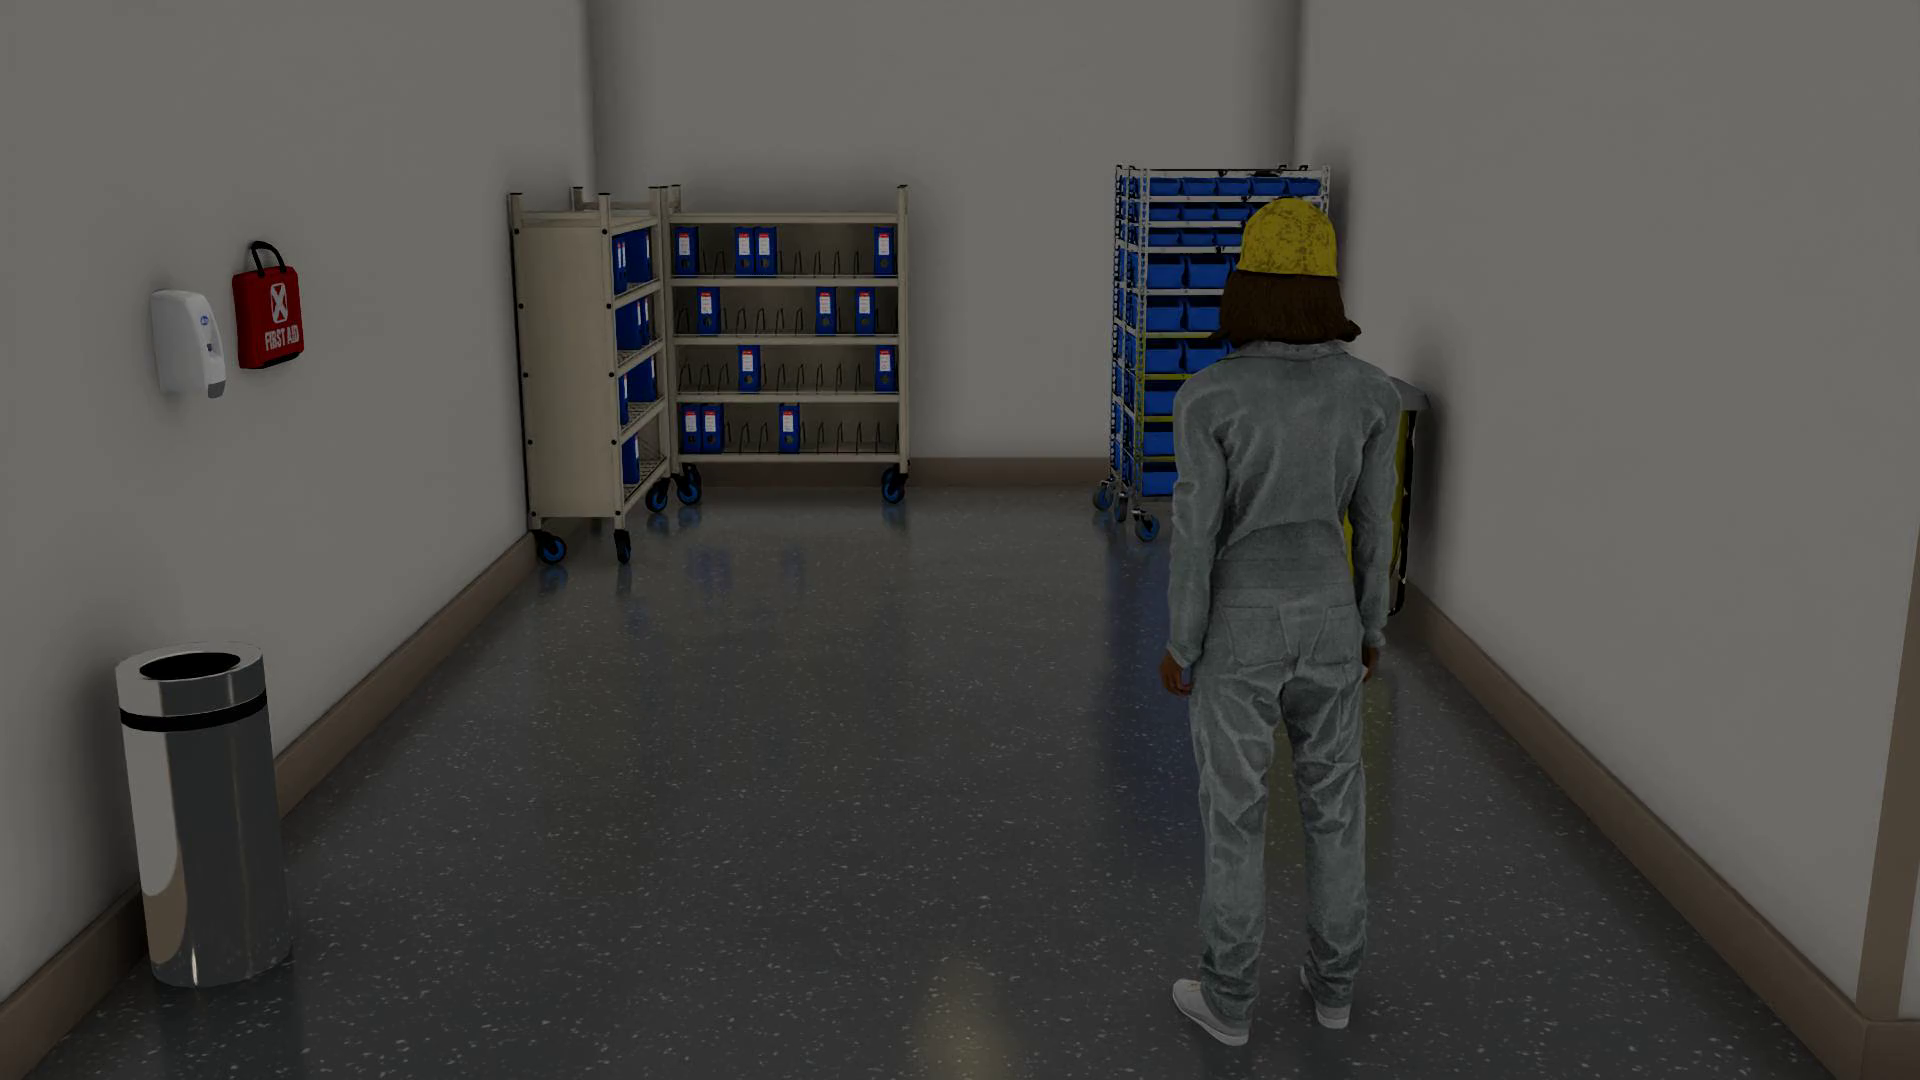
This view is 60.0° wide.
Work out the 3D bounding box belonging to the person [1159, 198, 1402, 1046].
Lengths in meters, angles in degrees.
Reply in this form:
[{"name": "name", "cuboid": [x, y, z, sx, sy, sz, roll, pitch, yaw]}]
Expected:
[{"name": "person", "cuboid": [0.645, 0.182, 3.438, 0.493, 1.742, 0.322, -3, 14, -13]}]
